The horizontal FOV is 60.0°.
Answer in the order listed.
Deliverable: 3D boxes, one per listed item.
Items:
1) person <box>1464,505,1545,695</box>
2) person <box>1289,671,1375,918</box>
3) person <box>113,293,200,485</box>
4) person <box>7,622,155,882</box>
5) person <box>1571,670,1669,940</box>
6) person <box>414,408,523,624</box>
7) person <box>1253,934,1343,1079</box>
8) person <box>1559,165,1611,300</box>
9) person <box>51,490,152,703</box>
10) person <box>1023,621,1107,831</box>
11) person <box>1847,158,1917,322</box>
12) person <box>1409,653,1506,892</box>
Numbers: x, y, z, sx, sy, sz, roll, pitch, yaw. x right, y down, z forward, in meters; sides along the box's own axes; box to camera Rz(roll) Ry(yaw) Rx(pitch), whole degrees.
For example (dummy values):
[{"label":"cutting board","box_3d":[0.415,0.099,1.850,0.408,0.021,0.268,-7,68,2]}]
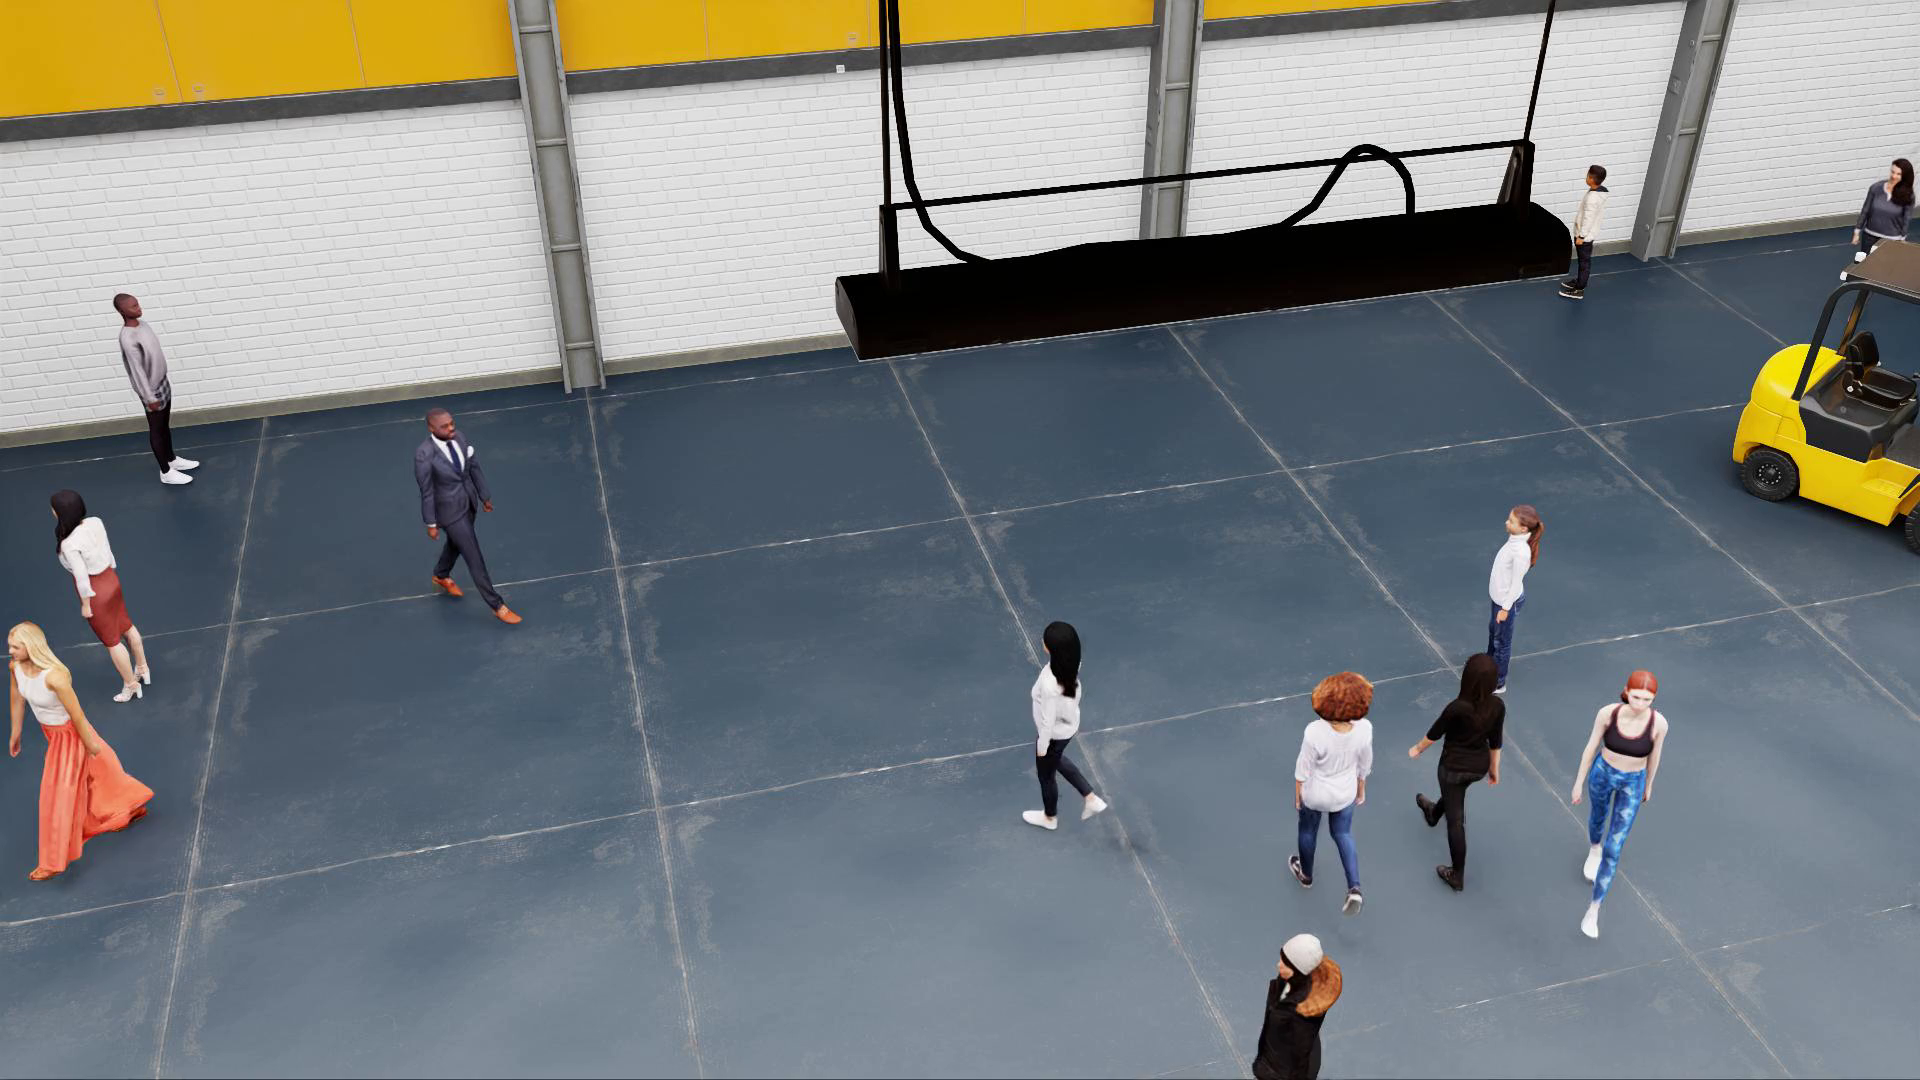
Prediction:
[{"label":"person","box_3d":[3.975,0.410,12.058,0.626,1.559,0.603,4,34,6]},{"label":"person","box_3d":[2.285,1.583,10.171,0.905,1.693,0.770,-3,34,-5]},{"label":"person","box_3d":[-7.059,-1.334,14.489,0.579,1.771,0.645,-3,34,-5]},{"label":"person","box_3d":[-5.636,1.218,10.656,1.100,1.764,1.213,22,39,29]},{"label":"person","box_3d":[4.042,1.491,10.267,1.144,1.741,1.145,14,36,20]},{"label":"person","box_3d":[-3.941,-0.230,12.814,1.284,1.787,1.179,15,37,22]},{"label":"person","box_3d":[1.769,2.668,8.599,0.792,1.626,0.708,-2,34,-3]},{"label":"person","box_3d":[6.694,-3.292,17.725,0.694,1.451,0.649,15,36,21]},{"label":"person","box_3d":[-6.148,0.397,11.903,0.625,1.750,0.657,2,34,3]},{"label":"person","box_3d":[0.698,1.235,10.695,0.931,1.693,0.856,14,36,19]},{"label":"person","box_3d":[9.597,-3.160,17.283,0.976,1.720,1.177,29,43,36]},{"label":"person","box_3d":[3.184,1.490,10.387,0.958,1.609,0.681,-11,35,-16]}]
